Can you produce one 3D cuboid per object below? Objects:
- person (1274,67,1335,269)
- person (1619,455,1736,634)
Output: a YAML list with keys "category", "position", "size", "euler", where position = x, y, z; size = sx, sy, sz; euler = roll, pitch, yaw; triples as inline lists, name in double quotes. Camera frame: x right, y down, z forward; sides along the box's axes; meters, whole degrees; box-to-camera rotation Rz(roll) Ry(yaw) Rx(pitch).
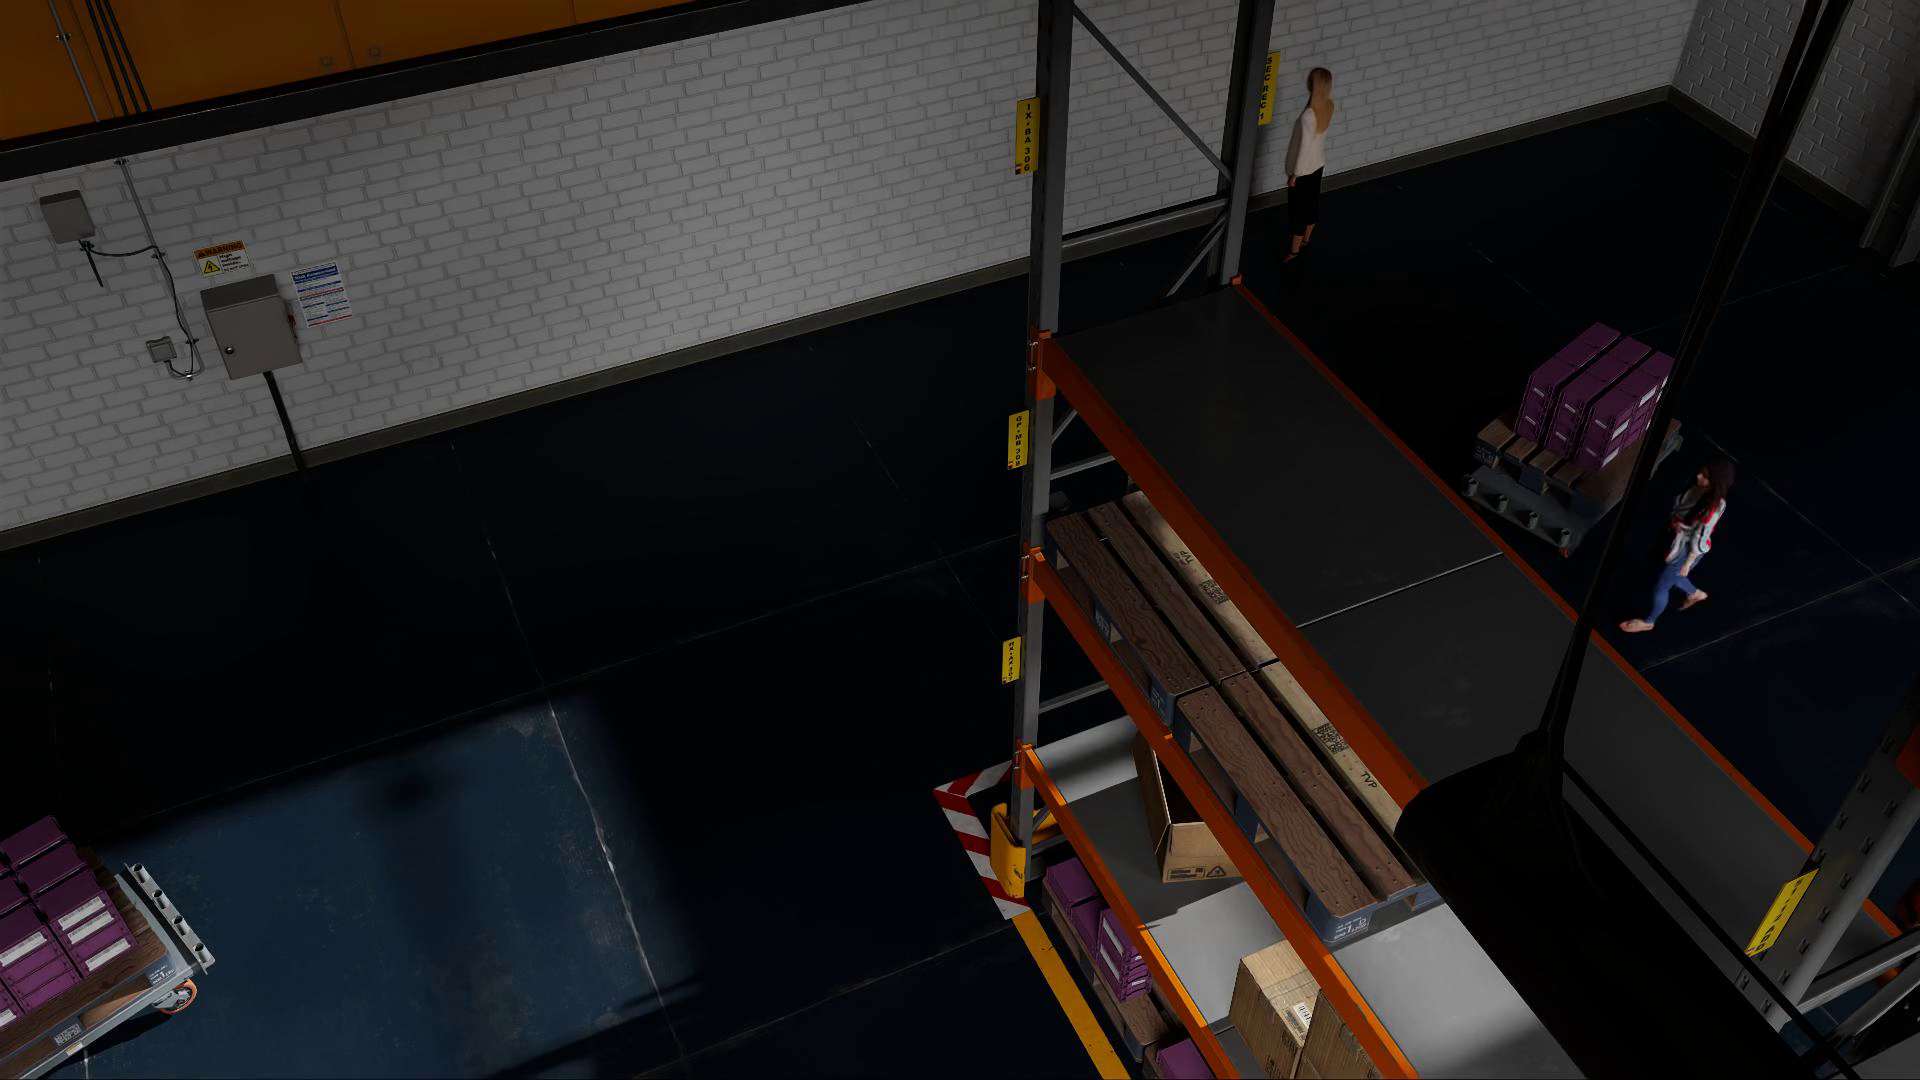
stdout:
- category: "person"
  position: [2.944, -3.163, 14.177]
  size: [0.685, 1.858, 0.697]
  euler: [27, 50, 26]
- category: "person"
  position: [4.853, 0.043, 11.001]
  size: [0.839, 1.597, 0.833]
  euler: [3, 44, 3]
